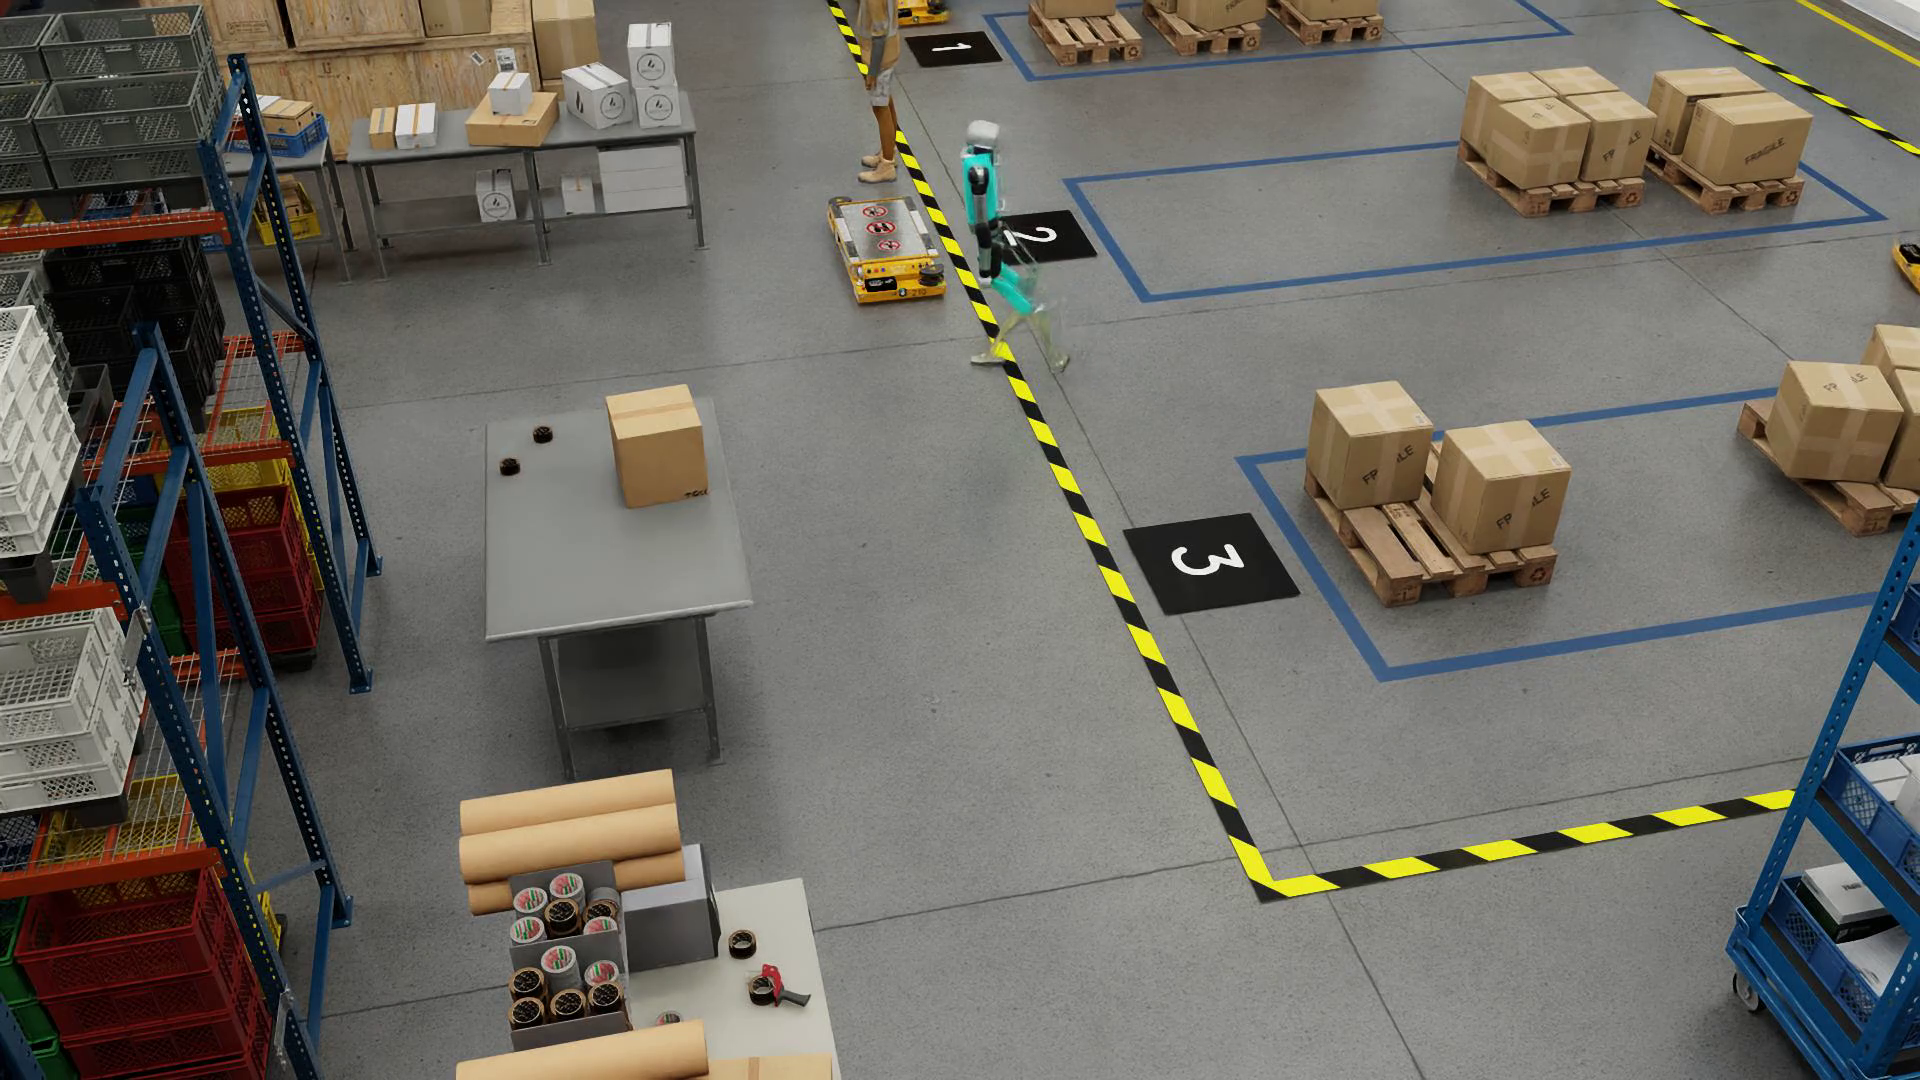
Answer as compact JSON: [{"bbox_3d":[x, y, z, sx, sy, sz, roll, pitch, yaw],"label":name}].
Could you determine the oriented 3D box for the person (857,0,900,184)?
[{"bbox_3d":[-0.665,-3.850,13.245,0.369,2.043,0.607,3,37,3],"label":"person"}]

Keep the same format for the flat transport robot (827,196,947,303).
[{"bbox_3d":[-0.570,-2.220,12.538,0.659,0.231,1.431,-8,37,-10],"label":"flat transport robot"}]

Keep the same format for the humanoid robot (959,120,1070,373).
[{"bbox_3d":[0.414,-1.840,10.860,0.854,1.852,0.549,-1,37,-1],"label":"humanoid robot"}]

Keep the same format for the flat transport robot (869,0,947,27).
[{"bbox_3d":[-0.620,-5.638,17.108,0.652,0.197,1.431,-9,38,-12],"label":"flat transport robot"}]

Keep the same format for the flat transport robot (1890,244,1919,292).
[{"bbox_3d":[7.718,-2.002,12.220,1.431,0.197,0.652,3,37,4],"label":"flat transport robot"}]
